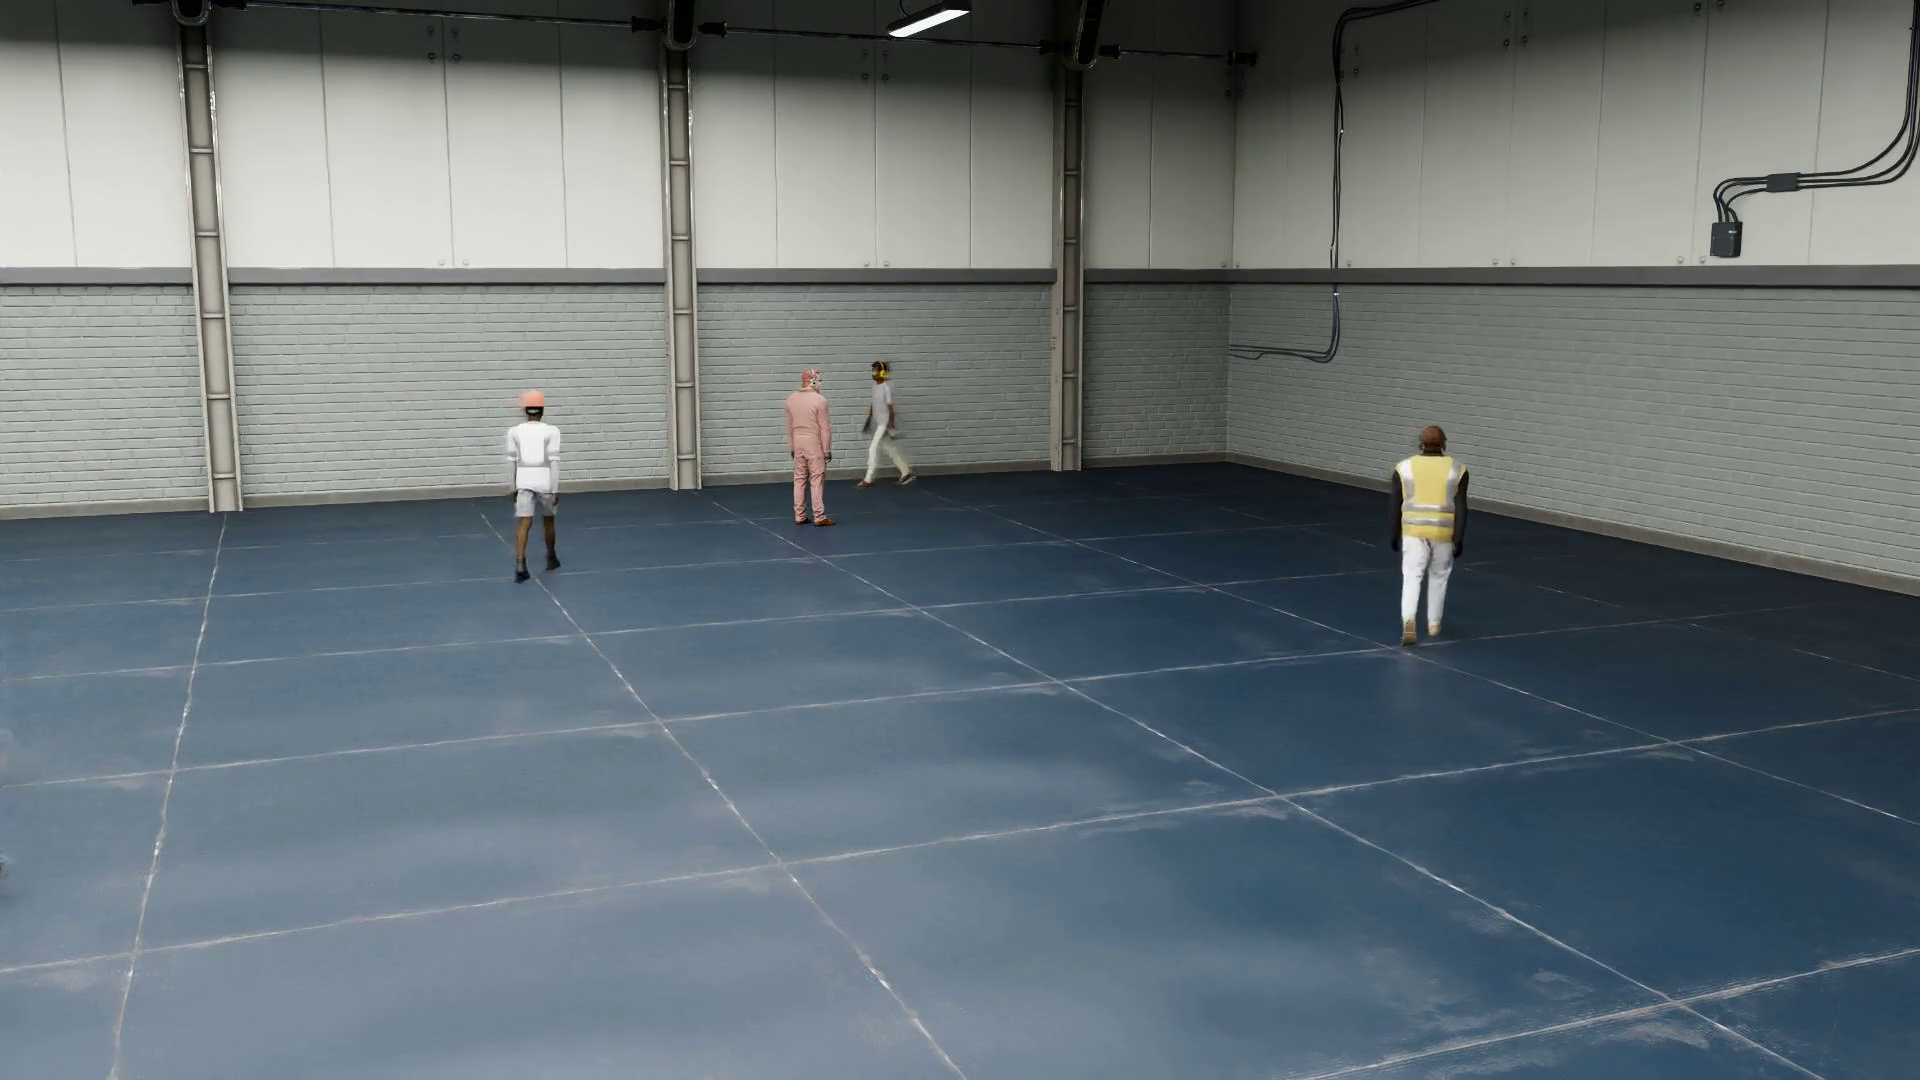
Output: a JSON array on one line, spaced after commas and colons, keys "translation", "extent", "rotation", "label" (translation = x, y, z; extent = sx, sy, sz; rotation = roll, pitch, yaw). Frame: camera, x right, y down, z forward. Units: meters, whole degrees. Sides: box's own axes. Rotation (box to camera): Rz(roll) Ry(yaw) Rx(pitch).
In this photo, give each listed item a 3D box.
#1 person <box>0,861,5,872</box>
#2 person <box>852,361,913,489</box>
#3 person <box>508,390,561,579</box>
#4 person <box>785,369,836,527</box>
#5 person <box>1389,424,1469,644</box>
[{"translation": [-5.111, 0.846, 7.887], "extent": [0.926, 1.893, 0.597], "rotation": [-3, 10, -18], "label": "person"}, {"translation": [-1.085, -1.658, 23.828], "extent": [0.971, 1.827, 0.532], "rotation": [-4, 10, -22], "label": "person"}, {"translation": [-4.301, -0.564, 16.771], "extent": [0.553, 1.891, 1.000], "rotation": [0, 9, 0], "label": "person"}, {"translation": [-1.798, -1.113, 20.148], "extent": [0.636, 1.903, 0.404], "rotation": [7, 11, 36], "label": "person"}, {"translation": [3.873, -0.051, 13.791], "extent": [0.630, 1.812, 0.858], "rotation": [3, 10, 18], "label": "person"}]
